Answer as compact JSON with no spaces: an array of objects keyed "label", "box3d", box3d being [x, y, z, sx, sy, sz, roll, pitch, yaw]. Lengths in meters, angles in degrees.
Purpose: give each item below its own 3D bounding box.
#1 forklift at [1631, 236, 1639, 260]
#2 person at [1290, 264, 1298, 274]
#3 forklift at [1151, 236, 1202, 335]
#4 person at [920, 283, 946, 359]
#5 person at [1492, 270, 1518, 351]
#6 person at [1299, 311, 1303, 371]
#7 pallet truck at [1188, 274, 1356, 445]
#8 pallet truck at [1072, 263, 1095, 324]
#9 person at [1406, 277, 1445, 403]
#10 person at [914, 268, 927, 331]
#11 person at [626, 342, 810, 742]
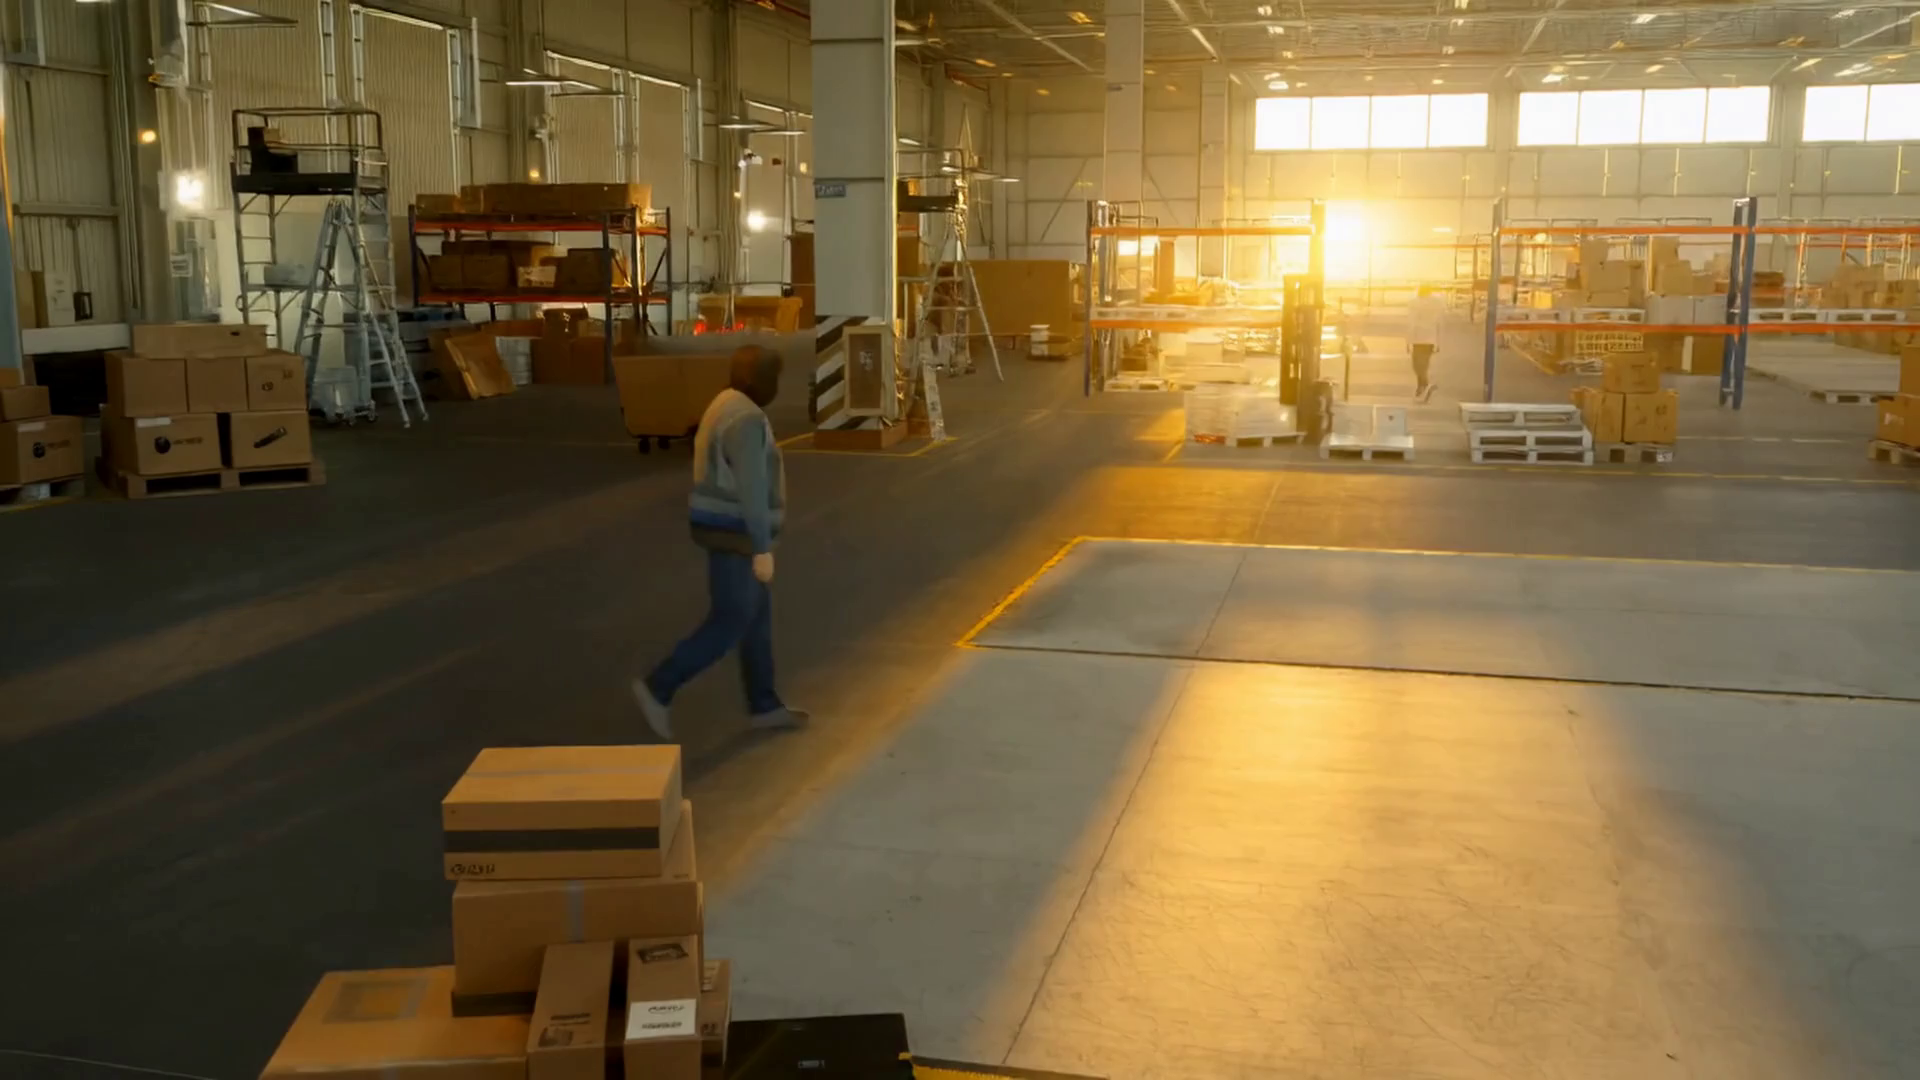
[{"label":"forklift","box3d":[20.746,-7.812,50.402,1.129,2.768,1.873,-2,10,-10]},{"label":"person","box3d":[12.689,-9.515,63.240,0.364,1.934,0.630,2,10,14]},{"label":"forklift","box3d":[5.866,-7.214,46.878,1.873,2.768,1.129,2,10,14]},{"label":"person","box3d":[-0.588,-4.723,35.814,0.549,1.642,0.888,-4,10,-22]},{"label":"person","box3d":[12.868,-5.410,39.193,0.559,1.895,0.897,-1,10,-6]},{"label":"person","box3d":[6.736,-4.113,31.985,0.485,1.739,0.320,-8,13,-40]},{"label":"pallet truck","box3d":[3.653,-2.138,19.590,1.885,1.965,0.823,-4,10,-20]},{"label":"pallet truck","box3d":[4.325,-8.180,55.162,0.823,1.965,1.885,6,11,31]},{"label":"person","box3d":[6.929,-2.957,24.726,0.617,1.891,0.651,-2,10,-10]},{"label":"person","box3d":[-1.135,-7.209,49.624,0.358,1.938,0.542,-7,12,-35]},{"label":"person","box3d":[-1.099,0.019,7.468,0.787,1.805,0.707,-3,10,-17]}]
